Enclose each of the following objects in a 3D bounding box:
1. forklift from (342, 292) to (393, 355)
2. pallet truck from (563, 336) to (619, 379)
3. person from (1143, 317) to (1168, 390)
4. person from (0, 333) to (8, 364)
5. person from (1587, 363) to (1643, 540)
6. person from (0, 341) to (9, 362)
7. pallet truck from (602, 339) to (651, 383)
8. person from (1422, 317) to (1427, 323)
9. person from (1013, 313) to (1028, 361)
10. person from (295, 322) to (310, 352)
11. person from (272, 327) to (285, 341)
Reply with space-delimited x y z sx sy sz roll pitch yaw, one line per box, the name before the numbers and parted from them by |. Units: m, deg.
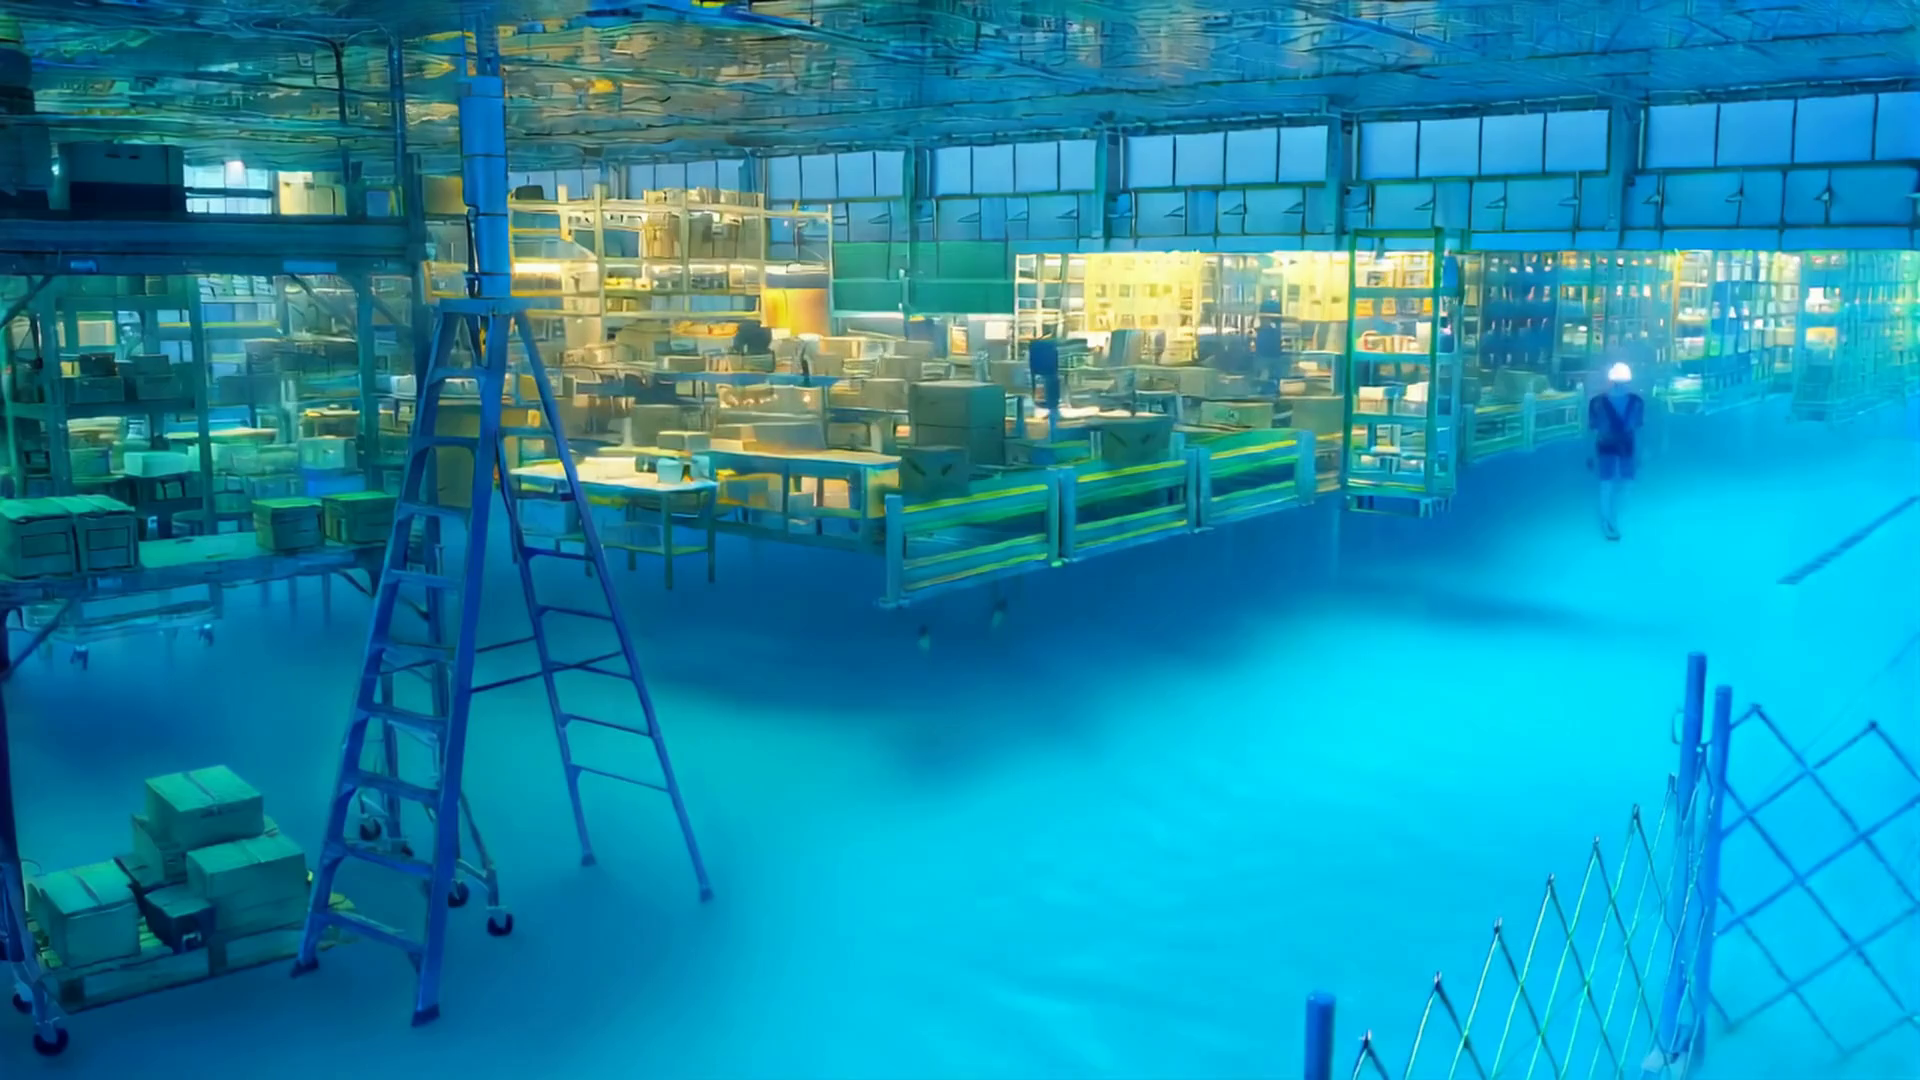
forklift | -16.485 -5.622 45.120 1.129 2.768 1.873 7 11 37
pallet truck | -10.690 -5.294 48.215 1.601 1.201 0.680 -5 10 -26
person | 5.143 -4.895 43.650 0.634 1.906 0.993 6 11 31
person | -28.252 -5.614 48.892 0.849 1.642 0.535 2 9 13
person | 7.450 -0.998 18.901 0.644 2.029 0.421 0 9 2
person | -26.665 -5.290 46.176 0.548 1.891 1.011 9 12 43
pallet truck | -8.991 -4.871 45.351 0.653 1.274 1.630 7 11 37
person | 13.188 -5.462 47.399 0.442 1.823 0.589 8 12 42
person | 2.027 -6.525 54.062 0.721 1.814 0.637 4 10 25
person | -18.700 -5.378 47.287 0.549 1.686 0.433 5 11 30
person | -17.264 -4.510 41.871 0.938 1.719 0.549 -3 10 -20
